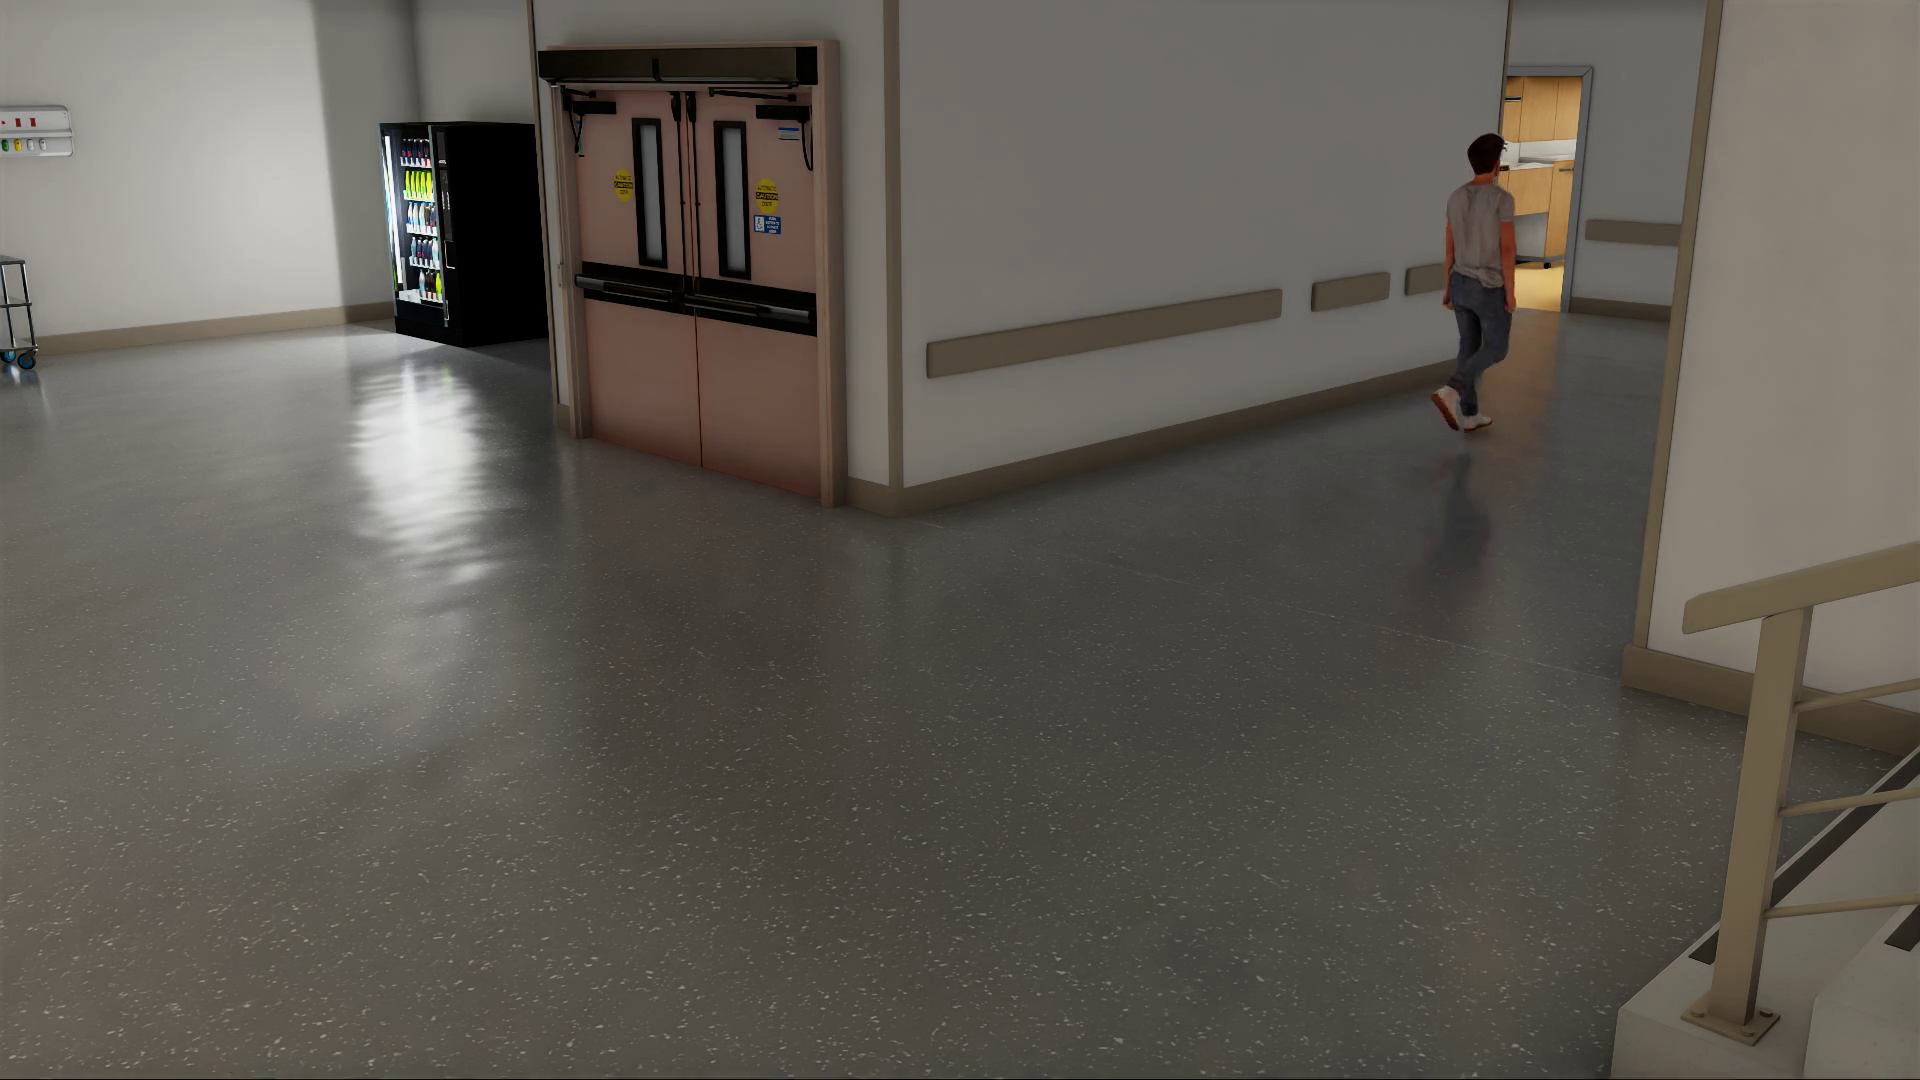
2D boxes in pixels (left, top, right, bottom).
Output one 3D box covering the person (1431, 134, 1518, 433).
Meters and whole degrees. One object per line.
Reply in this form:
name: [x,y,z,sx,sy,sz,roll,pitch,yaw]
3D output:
person: [3.221,-1.573,10.450,0.820,1.880,0.941,-11,19,-35]
